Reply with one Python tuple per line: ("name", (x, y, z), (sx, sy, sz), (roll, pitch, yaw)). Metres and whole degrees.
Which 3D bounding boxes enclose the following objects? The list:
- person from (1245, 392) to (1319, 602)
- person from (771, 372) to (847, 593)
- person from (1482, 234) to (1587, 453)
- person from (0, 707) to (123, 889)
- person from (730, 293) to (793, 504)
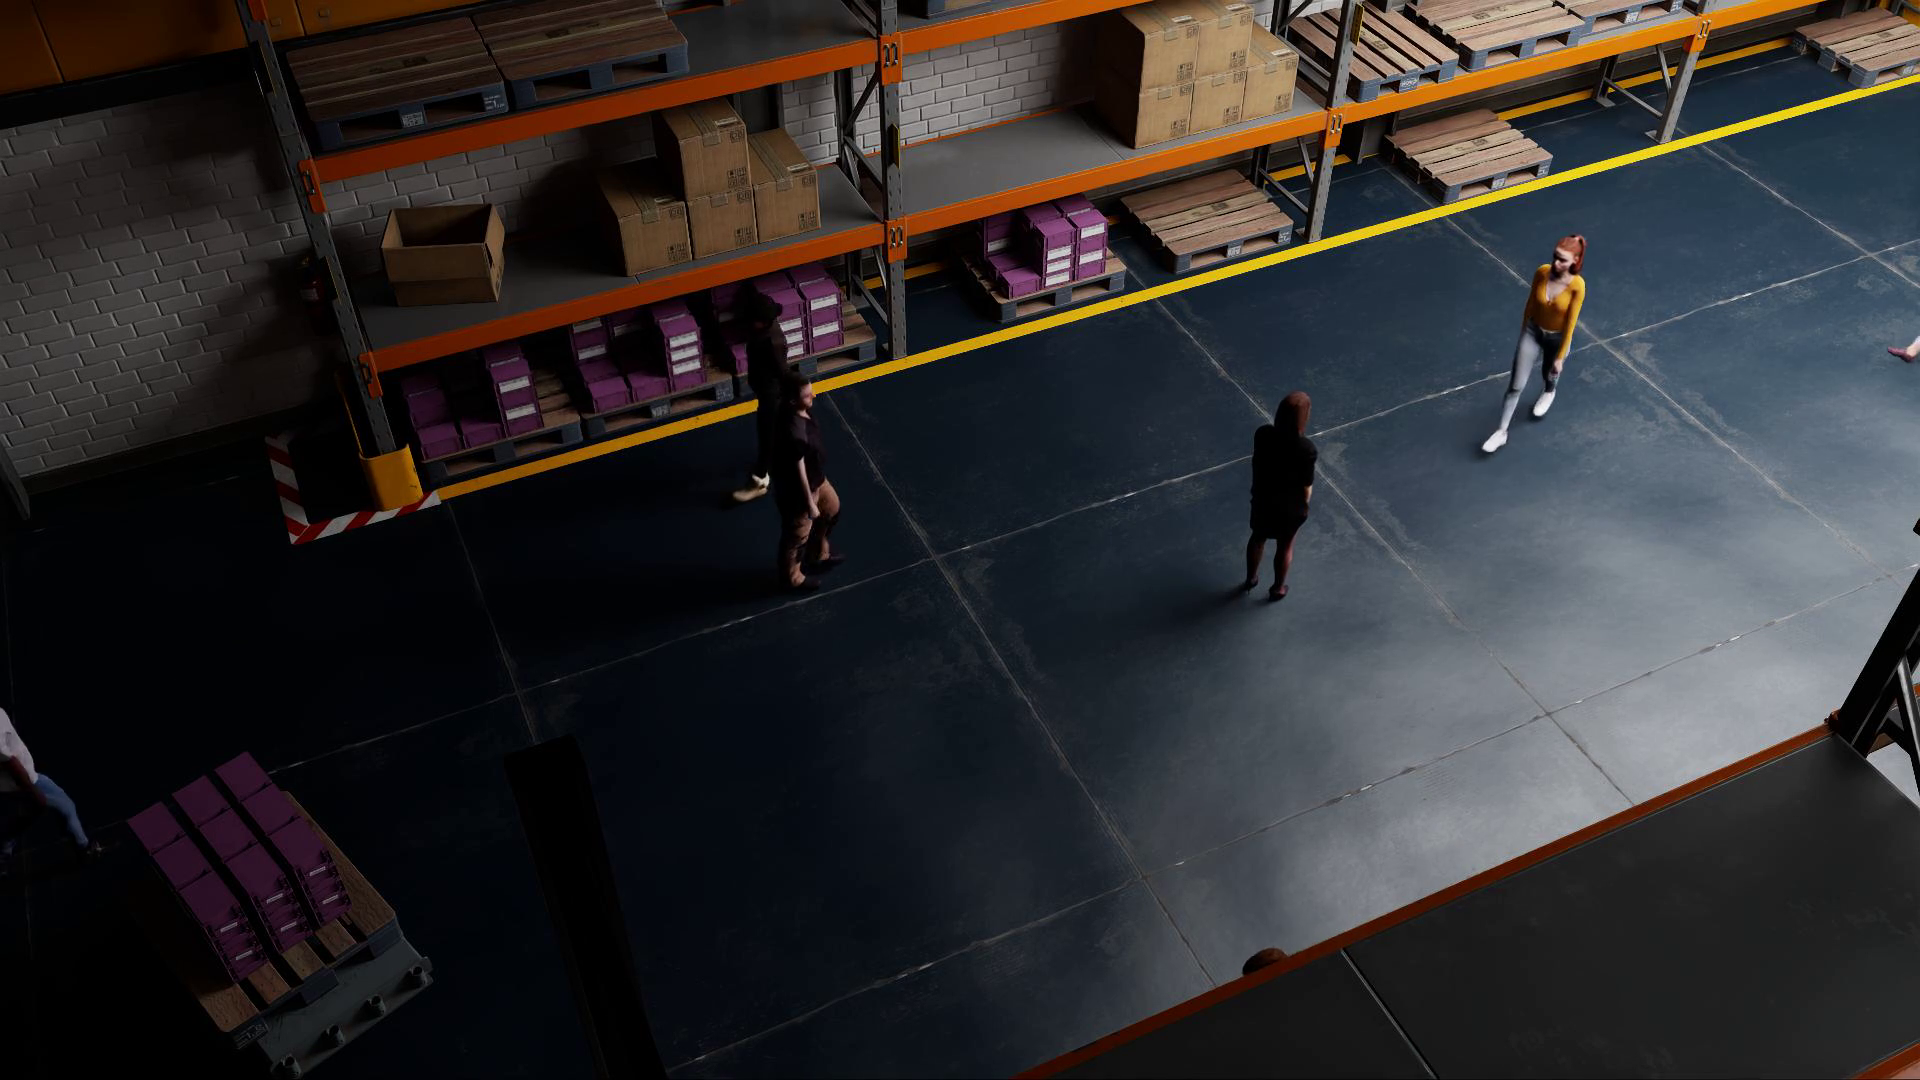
("person", (2.108, -0.268, 10.988), (0.659, 1.705, 0.668), (24, 49, 23))
("person", (-1.158, -0.381, 11.019), (0.834, 1.826, 0.817), (-2, 44, -2))
("person", (4.366, -1.494, 12.269), (0.931, 1.713, 1.249), (31, 52, 28))
("person", (-5.323, 1.370, 9.271), (1.021, 1.702, 0.787), (-34, 53, -30))
("person", (-1.485, -1.029, 11.830), (0.988, 1.646, 0.559), (-18, 47, -18))
